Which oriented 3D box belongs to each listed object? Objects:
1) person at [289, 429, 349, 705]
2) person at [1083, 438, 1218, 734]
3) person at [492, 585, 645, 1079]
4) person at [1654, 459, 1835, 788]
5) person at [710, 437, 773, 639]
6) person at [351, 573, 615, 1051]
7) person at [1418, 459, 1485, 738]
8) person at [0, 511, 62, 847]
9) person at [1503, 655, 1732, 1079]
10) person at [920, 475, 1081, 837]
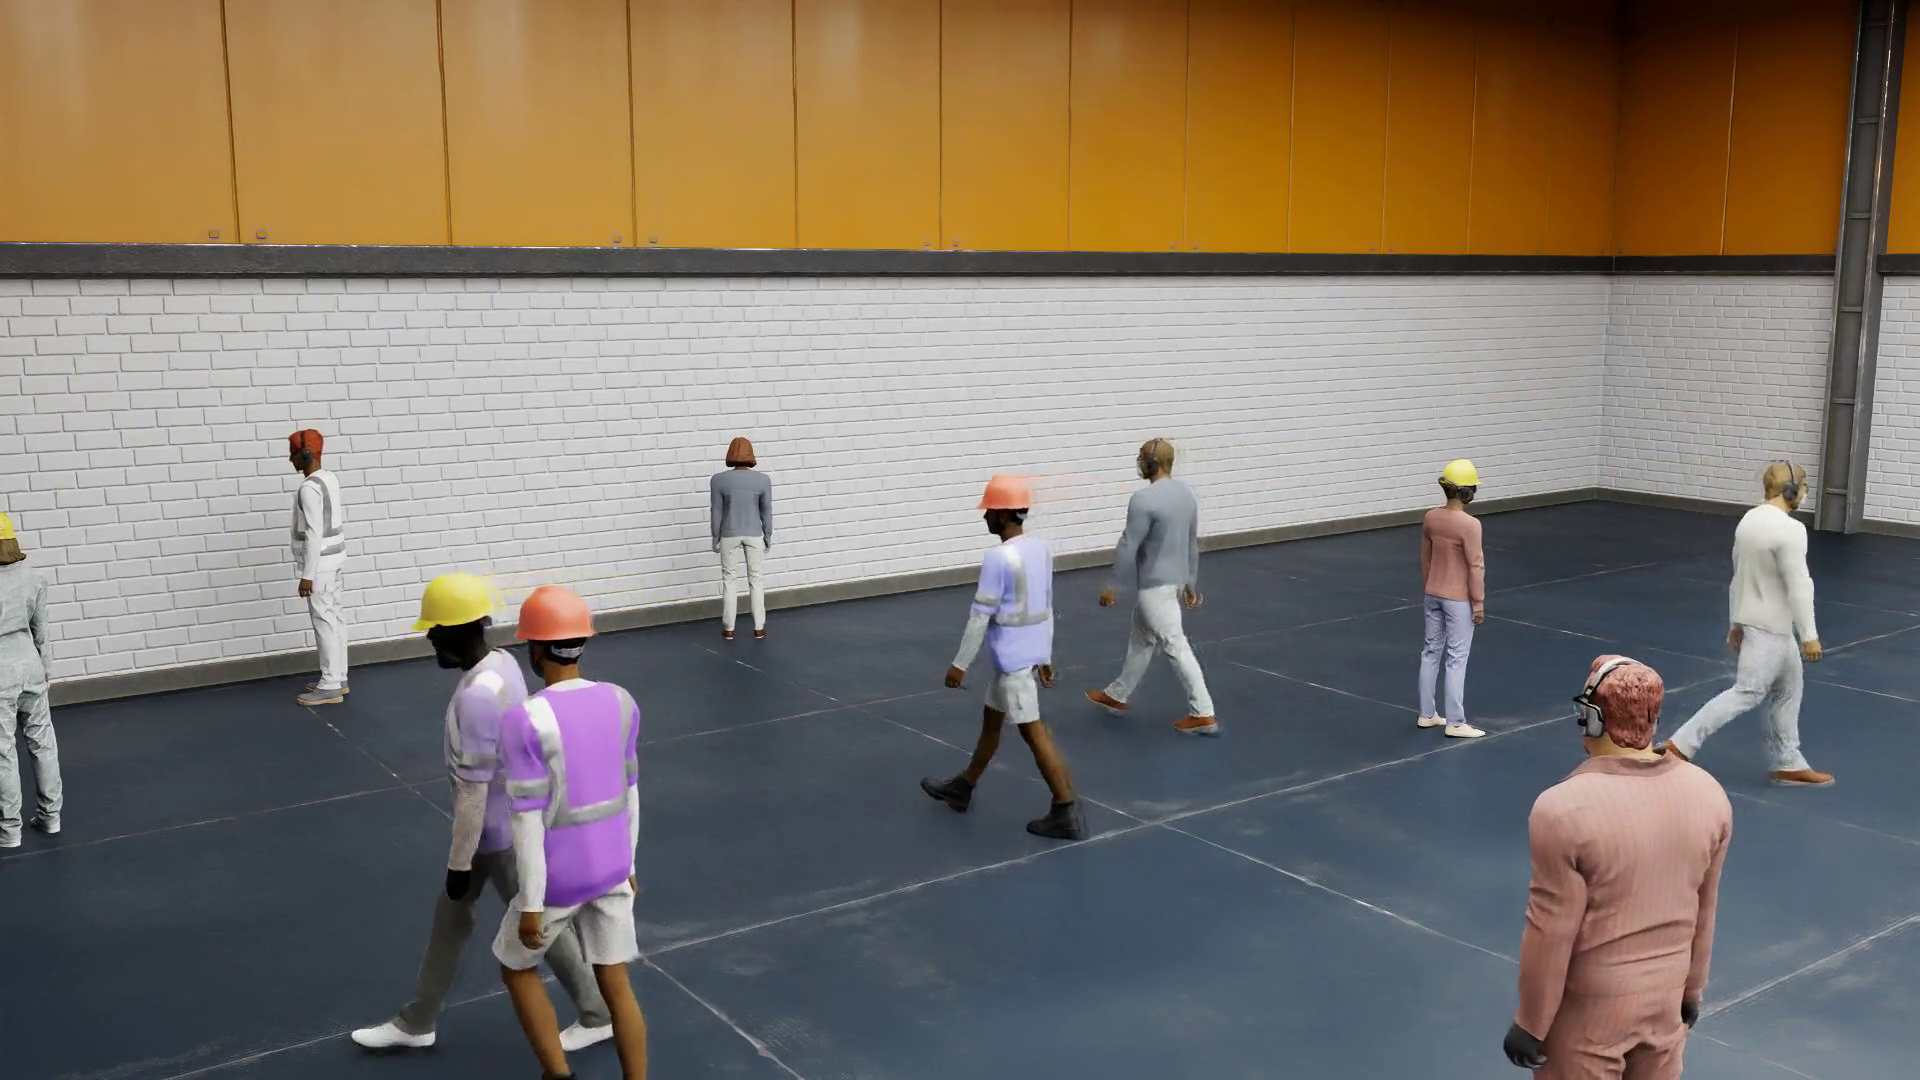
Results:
[{"bbox_3d":[-4.385,0.179,11.358,0.356,1.886,0.572,-1,9,-7],"label":"person"},{"bbox_3d":[1.272,0.286,10.732,1.049,1.889,0.648,6,11,33],"label":"person"},{"bbox_3d":[-1.287,1.109,5.602,0.569,1.900,0.563,7,12,38],"label":"person"},{"bbox_3d":[4.497,0.485,9.448,0.962,1.904,0.637,1,9,8],"label":"person"},{"bbox_3d":[-1.748,-0.013,13.346,0.494,1.624,0.283,-2,9,-13],"label":"person"},{"bbox_3d":[-1.745,1.034,6.166,1.018,1.863,0.591,-2,9,-12],"label":"person"},{"bbox_3d":[3.134,0.370,10.555,0.320,1.767,0.525,-4,10,-25],"label":"person"},{"bbox_3d":[-4.916,0.704,8.561,0.296,1.744,0.487,4,10,24],"label":"person"},{"bbox_3d":[1.787,1.260,4.630,0.652,1.906,0.402,-4,10,-22],"label":"person"},{"bbox_3d":[0.235,0.600,8.768,1.016,1.883,0.563,4,10,26],"label":"person"}]
